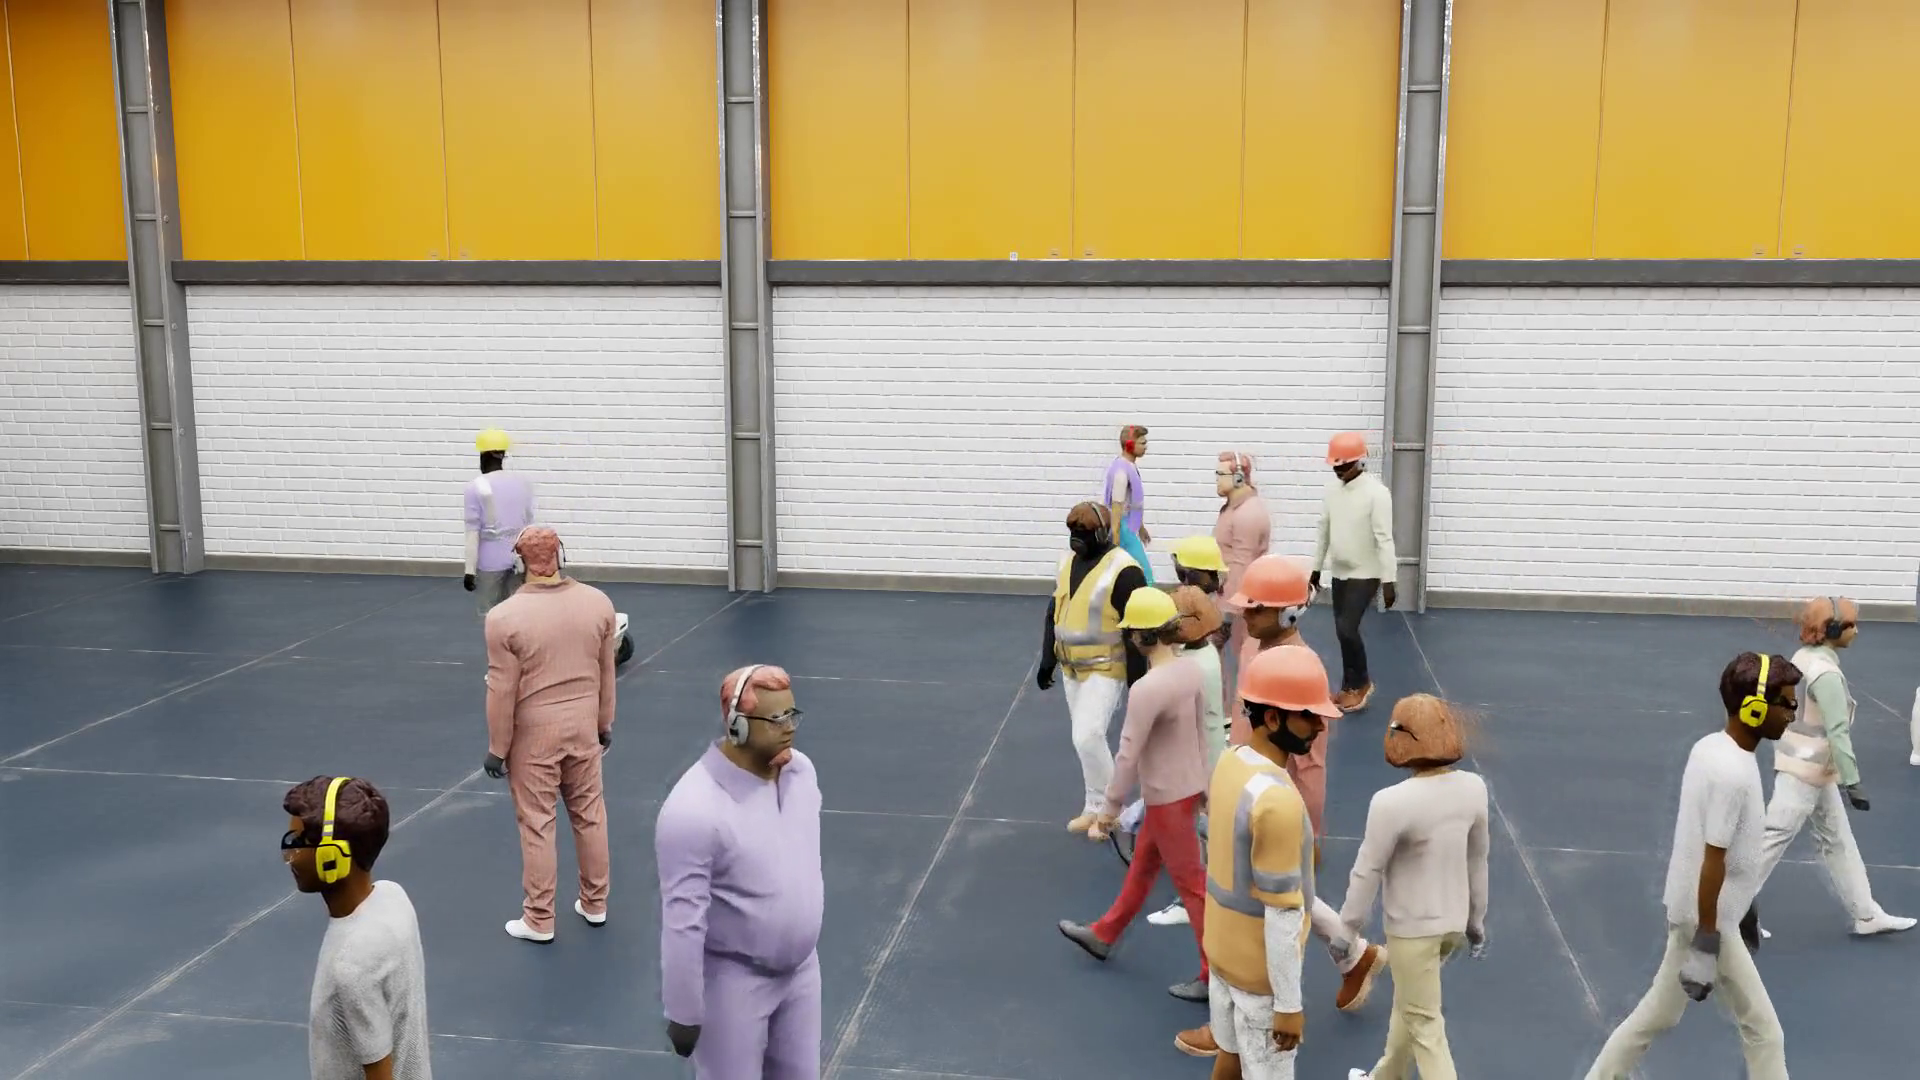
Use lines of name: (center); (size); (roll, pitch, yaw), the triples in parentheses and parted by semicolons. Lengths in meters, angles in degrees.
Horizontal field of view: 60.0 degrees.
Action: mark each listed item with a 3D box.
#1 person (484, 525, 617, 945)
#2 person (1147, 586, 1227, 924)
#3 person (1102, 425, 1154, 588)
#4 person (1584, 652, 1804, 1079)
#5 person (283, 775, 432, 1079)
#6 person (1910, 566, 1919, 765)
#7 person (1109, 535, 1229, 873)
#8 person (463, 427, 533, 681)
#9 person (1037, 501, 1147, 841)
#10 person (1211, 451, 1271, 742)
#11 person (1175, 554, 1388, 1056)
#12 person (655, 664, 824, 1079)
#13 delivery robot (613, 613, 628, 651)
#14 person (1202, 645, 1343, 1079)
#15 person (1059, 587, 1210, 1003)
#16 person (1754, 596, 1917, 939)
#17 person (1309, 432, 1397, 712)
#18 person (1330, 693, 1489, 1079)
person: (-1.868, 0.872, 7.553); (0.638, 1.902, 0.406); (-8, 12, -42)
person: (1.151, 0.994, 7.657); (0.498, 1.612, 0.525); (0, 9, -1)
person: (1.300, -0.062, 13.653); (0.980, 1.794, 0.558); (1, 9, 5)
person: (2.516, 1.257, 5.485); (1.011, 1.814, 0.520); (3, 10, 16)
person: (-1.421, 1.466, 3.984); (0.310, 1.868, 0.532); (-2, 9, -13)
person: (6.002, 0.601, 10.046); (0.282, 1.633, 0.500); (-3, 10, -18)
person: (1.056, 0.832, 8.243); (0.512, 1.749, 0.535); (3, 10, 17)
person: (-3.284, 0.142, 11.997); (0.576, 1.914, 0.595); (6, 11, 32)
person: (0.697, 0.696, 8.884); (0.474, 1.823, 0.657); (-6, 11, -31)
person: (1.708, 0.376, 10.646); (0.663, 1.884, 0.649); (0, 9, -2)
person: (1.289, 1.011, 6.487); (0.882, 1.968, 0.619); (-2, 9, -10)
person: (-0.687, 1.285, 5.041); (0.718, 1.890, 0.653); (6, 11, 33)
delivery robot: (-2.897, 0.673, 12.604); (0.707, 0.478, 0.477); (1, 9, 4)
person: (0.929, 1.264, 5.029); (0.377, 1.932, 0.548); (-1, 9, -8)
person: (0.767, 1.049, 6.966); (0.893, 1.722, 0.542); (5, 10, 28)
person: (3.855, 1.042, 7.461); (0.870, 1.591, 0.519); (4, 10, 21)
person: (2.675, 0.233, 11.320); (0.542, 1.951, 0.744); (-5, 10, -28)
person: (1.512, 1.310, 5.735); (0.521, 1.600, 0.757); (-6, 11, -31)
